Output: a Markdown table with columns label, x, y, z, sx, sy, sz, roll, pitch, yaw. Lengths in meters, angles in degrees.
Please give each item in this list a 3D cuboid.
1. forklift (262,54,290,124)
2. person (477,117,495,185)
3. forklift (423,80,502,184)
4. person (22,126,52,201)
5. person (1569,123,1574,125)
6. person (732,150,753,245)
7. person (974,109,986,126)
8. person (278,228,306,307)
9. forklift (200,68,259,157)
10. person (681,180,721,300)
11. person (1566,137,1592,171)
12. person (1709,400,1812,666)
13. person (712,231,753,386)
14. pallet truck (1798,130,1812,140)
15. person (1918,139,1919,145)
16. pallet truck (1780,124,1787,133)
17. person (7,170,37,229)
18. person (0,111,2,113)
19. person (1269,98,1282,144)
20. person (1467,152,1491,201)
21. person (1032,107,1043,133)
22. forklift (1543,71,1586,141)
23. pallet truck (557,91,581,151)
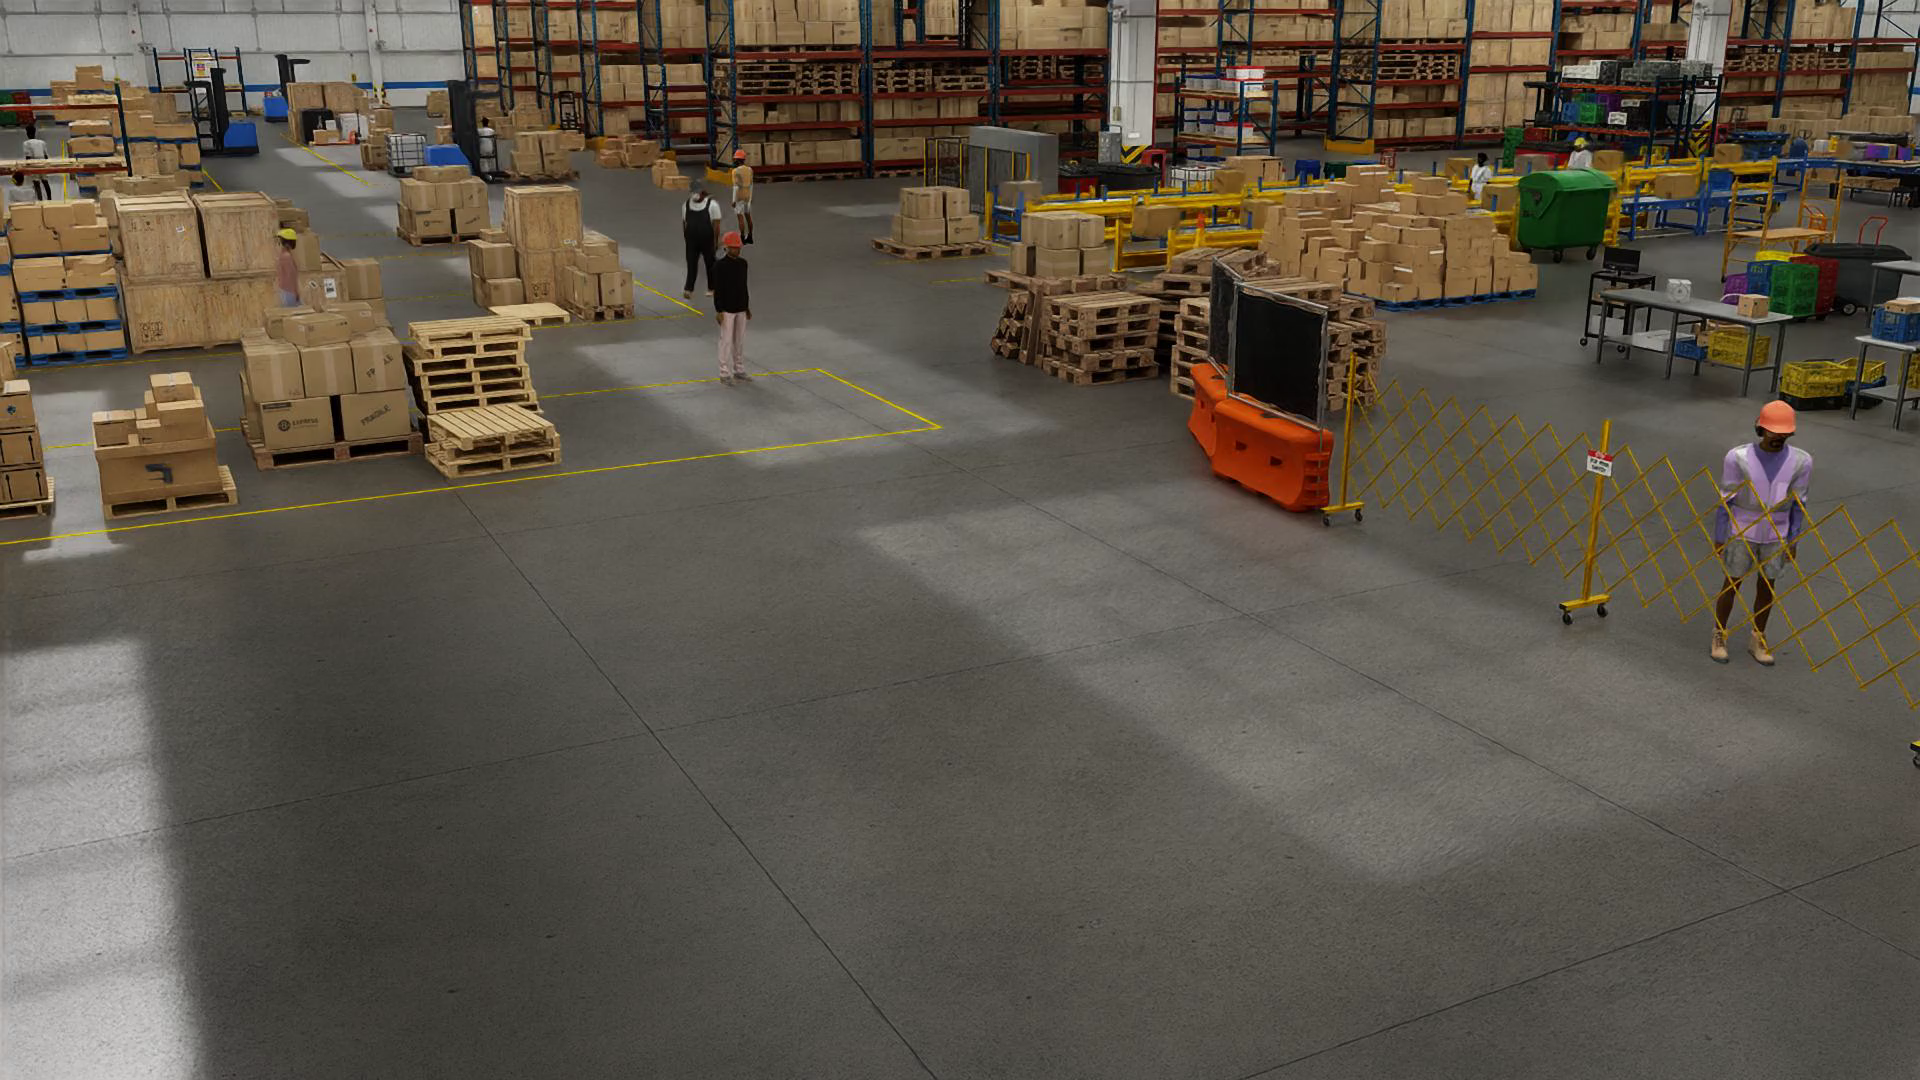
| label | x | y | z | sx | sy | sz | roll | pitch | yaw |
| --- | --- | --- | --- | --- | --- | --- | --- | --- | --- |
| forklift | -28.567 | -19.111 | 70.414 | 1.873 | 2.768 | 1.129 | -9 | 20 | -26 |
| person | -13.184 | -10.853 | 46.351 | 0.519 | 1.841 | 0.889 | -10 | 20 | -27 |
| forklift | -13.841 | -11.268 | 45.964 | 1.873 | 2.768 | 1.129 | -9 | 20 | -26 |
| person | -22.796 | -9.225 | 41.065 | 0.361 | 1.964 | 0.614 | 8 | 19 | 24 |
| person | 19.645 | -13.260 | 53.735 | 0.755 | 1.916 | 0.636 | -4 | 18 | -11 |
| person | -4.532 | -7.105 | 34.505 | 0.358 | 1.936 | 0.552 | 13 | 22 | 35 |
| person | 0.563 | -12.643 | 52.158 | 0.535 | 1.697 | 0.318 | 4 | 18 | 11 |
| person | -9.553 | -3.571 | 23.789 | 0.446 | 1.742 | 0.559 | -10 | 21 | -30 |
| forklift | -24.369 | -14.147 | 54.940 | 1.873 | 2.768 | 1.129 | -9 | 20 | -26 |
| person | -4.379 | -5.064 | 27.974 | 0.686 | 2.000 | 0.990 | 2 | 18 | 5 |
| person | 14.558 | -8.619 | 39.445 | 0.839 | 1.796 | 0.617 | -9 | 20 | -25 |
| person | 5.922 | -0.043 | 12.334 | 0.605 | 2.034 | 0.397 | 4 | 18 | 11 |
| person | -2.950 | -3.027 | 21.698 | 0.396 | 1.992 | 0.623 | 12 | 21 | 33 |
| pallet truck | 25.526 | -11.556 | 49.408 | 1.630 | 1.274 | 0.653 | -9 | 20 | -26 |
| person | 34.418 | -14.989 | 59.026 | 0.617 | 1.972 | 0.710 | 12 | 21 | 32 |
| pallet truck | 25.206 | -12.542 | 52.601 | 1.601 | 1.201 | 0.680 | 0 | 18 | -2 |
| person | -17.491 | -5.958 | 31.078 | 0.418 | 1.855 | 0.527 | 10 | 20 | 29 |
| person | -37.484 | -16.661 | 64.365 | 0.667 | 1.887 | 0.987 | -9 | 20 | -26 |
| person | 11.412 | -15.114 | 60.002 | 0.524 | 1.615 | 0.511 | -2 | 18 | -5 |
| person | 11.684 | -7.847 | 37.259 | 0.850 | 1.663 | 0.525 | -7 | 19 | -22 |
| person | 2.462 | -13.138 | 53.746 | 0.386 | 1.662 | 0.676 | 3 | 18 | 9 |
| forklift | 18.685 | -13.231 | 52.085 | 1.873 | 2.768 | 1.129 | -9 | 20 | -26 |
| pallet truck | -13.495 | -14.412 | 57.188 | 0.823 | 1.965 | 1.885 | -3 | 18 | -9 |
